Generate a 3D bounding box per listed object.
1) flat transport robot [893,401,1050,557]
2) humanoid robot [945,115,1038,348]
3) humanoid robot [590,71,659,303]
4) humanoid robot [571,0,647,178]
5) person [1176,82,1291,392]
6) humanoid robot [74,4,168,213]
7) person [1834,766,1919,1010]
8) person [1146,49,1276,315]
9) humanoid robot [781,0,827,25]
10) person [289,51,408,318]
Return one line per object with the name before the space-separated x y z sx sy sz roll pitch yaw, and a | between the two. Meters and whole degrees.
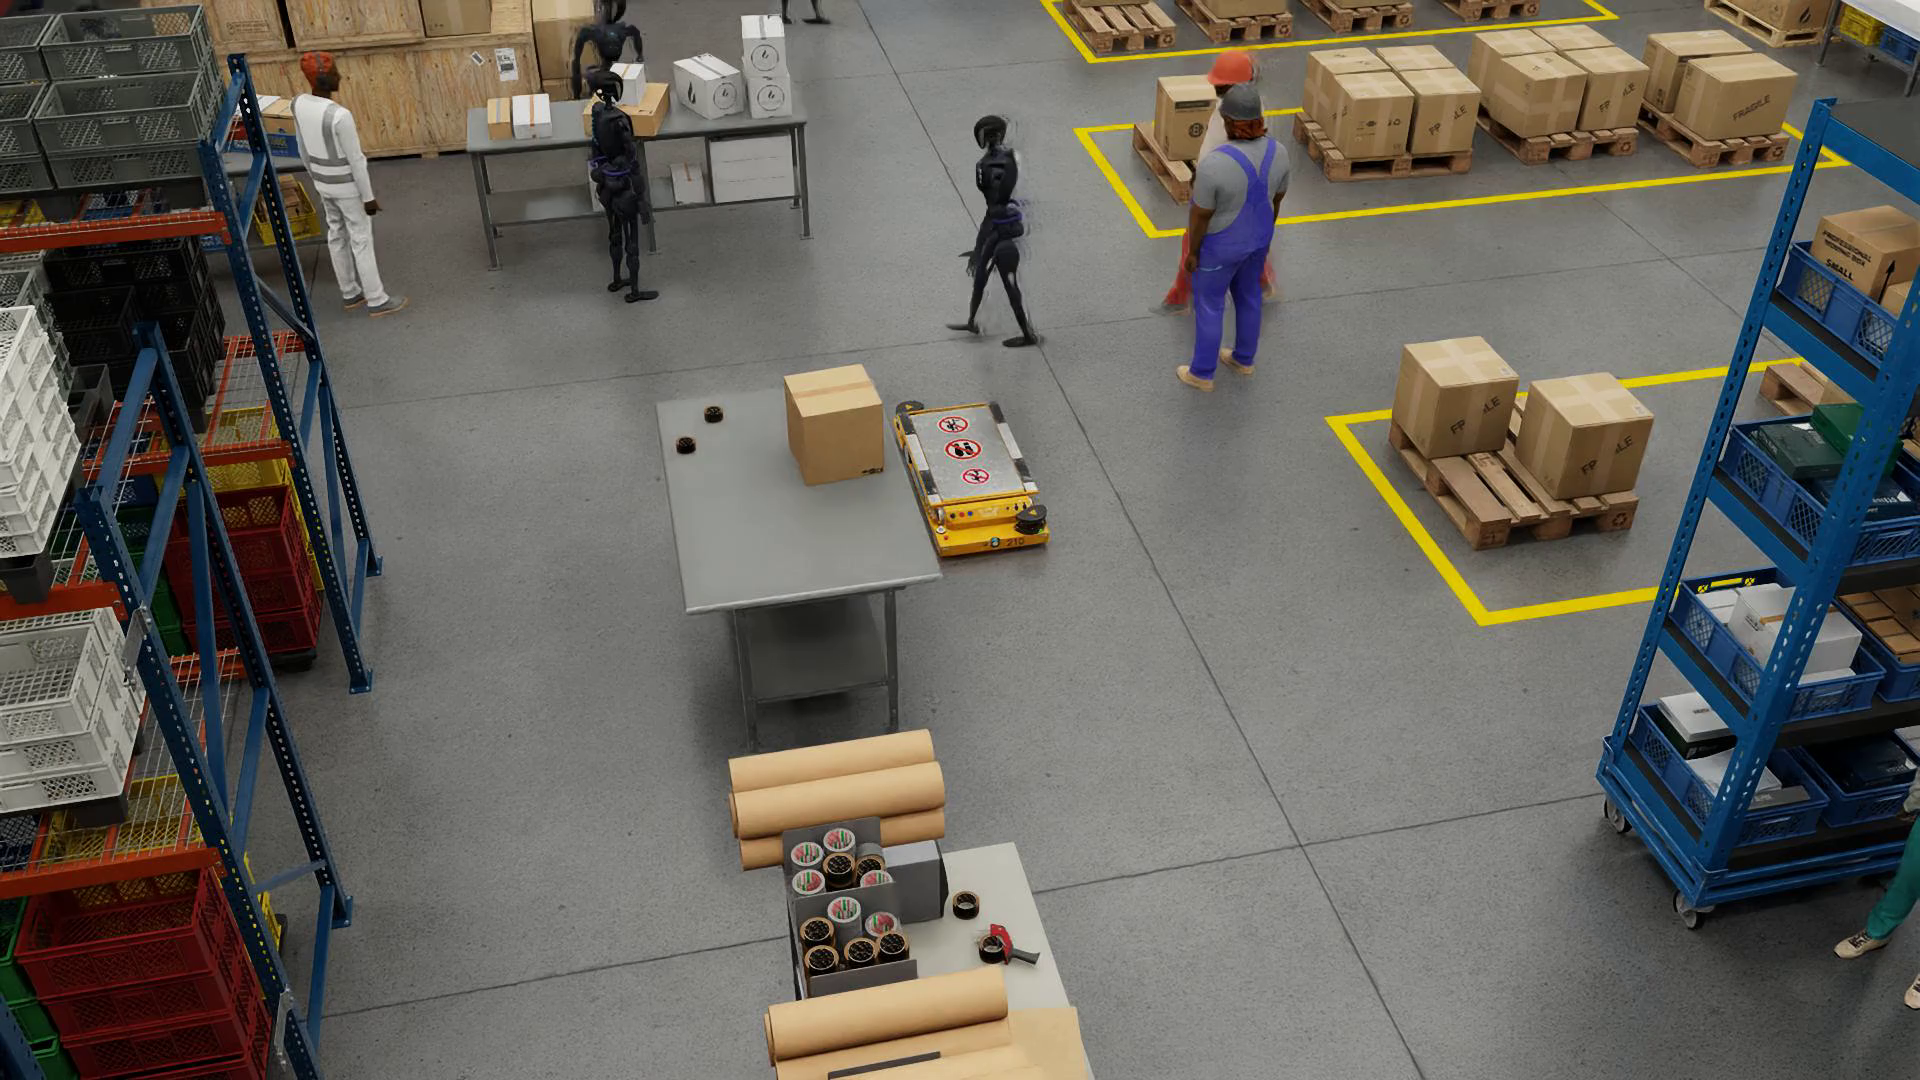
flat transport robot | 0.046 -0.430 10.108 0.652 0.197 1.431 -8 37 -10
humanoid robot | 0.217 -2.032 11.120 0.704 1.633 0.600 -4 37 -5
humanoid robot | -2.396 -2.498 11.720 0.310 1.657 0.609 -25 44 -30
humanoid robot | -2.791 -3.511 13.109 0.651 1.634 0.359 -14 39 -18
person | 1.716 -1.956 10.699 0.685 2.000 0.537 -20 41 -25
humanoid robot | -6.417 -3.335 12.865 0.504 1.637 0.671 9 38 12
person | 4.060 1.179 6.714 0.313 1.768 0.524 -21 42 -26
person | 1.827 -2.443 11.446 0.925 1.957 0.621 2 37 3
humanoid robot | -1.642 -5.863 16.263 0.655 1.638 0.630 8 37 11
person | -4.260 -2.435 11.476 0.574 1.881 0.355 21 42 26
